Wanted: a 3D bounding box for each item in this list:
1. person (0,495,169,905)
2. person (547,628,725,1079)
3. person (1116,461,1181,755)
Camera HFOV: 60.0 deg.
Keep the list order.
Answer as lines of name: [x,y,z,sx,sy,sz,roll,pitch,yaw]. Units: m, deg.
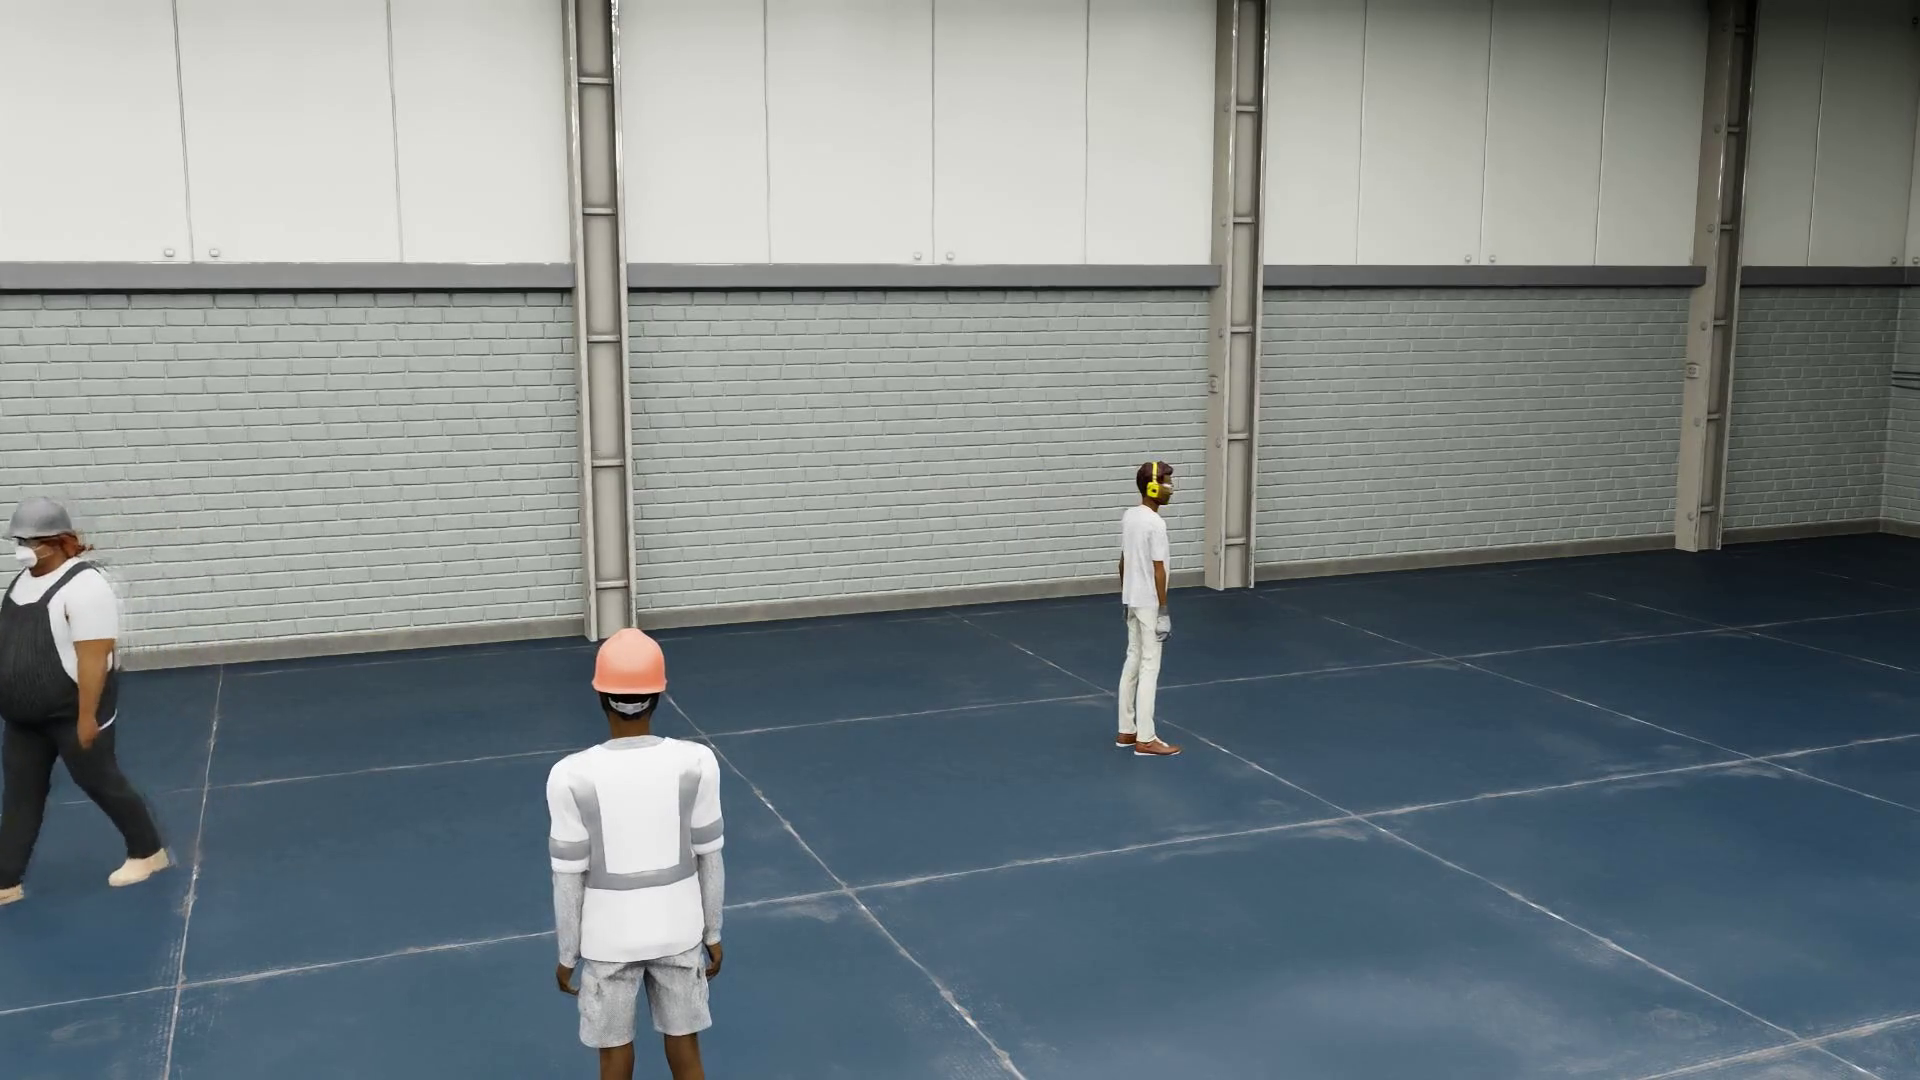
person: [-4.389,0.740,8.073,0.694,2.000,0.925,5,10,30]
person: [-1.016,1.238,5.262,0.543,1.939,0.362,-3,10,-19]
person: [1.191,0.430,10.569,0.317,1.865,0.523,-4,10,-21]
